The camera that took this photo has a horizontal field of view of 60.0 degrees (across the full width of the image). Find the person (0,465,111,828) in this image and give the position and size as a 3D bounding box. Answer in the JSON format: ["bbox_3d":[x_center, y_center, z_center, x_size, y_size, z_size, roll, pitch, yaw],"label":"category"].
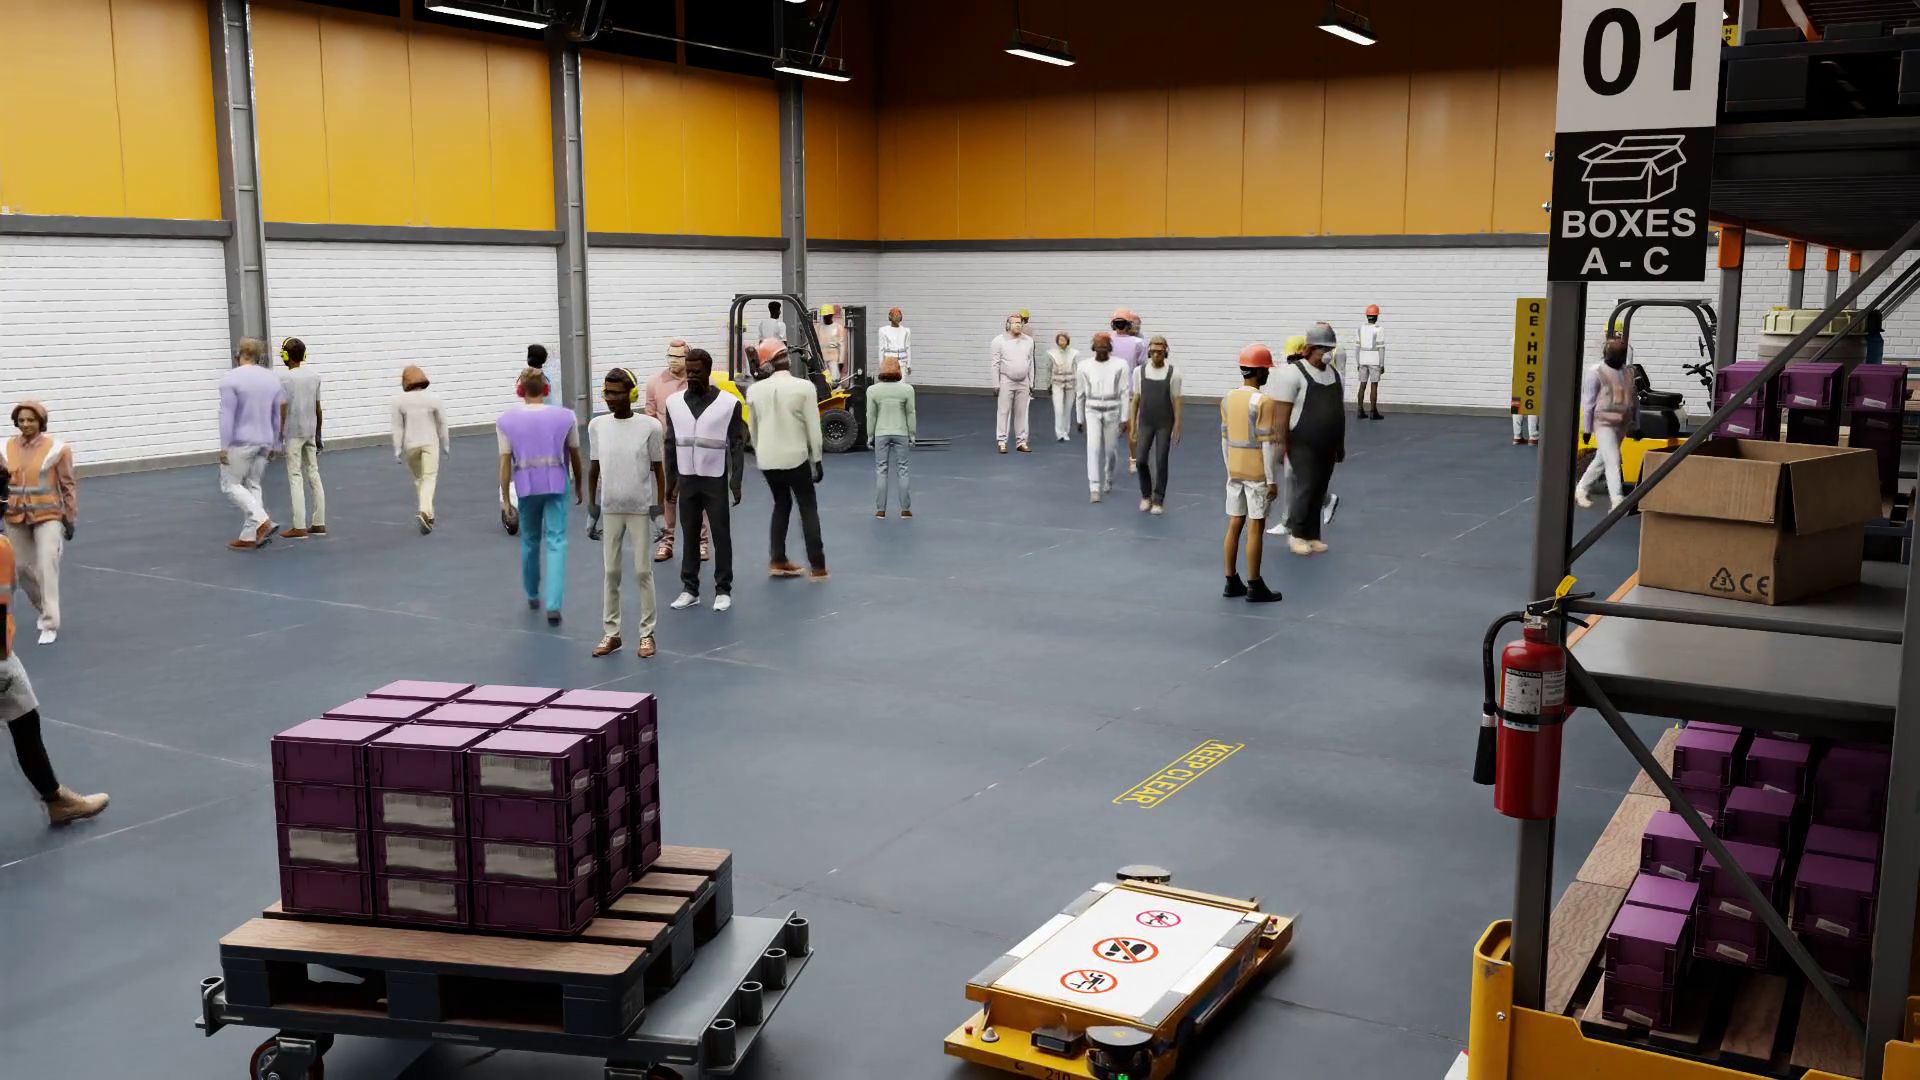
[{"bbox_3d":[-4.204,0.481,7.202,0.599,1.654,0.766,4,10,24],"label":"person"}]

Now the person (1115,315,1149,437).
[{"bbox_3d":[2.532,-2.412,24.683,0.647,1.847,1.000,-2,9,-15],"label":"person"}]

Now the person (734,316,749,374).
[{"bbox_3d":[-3.688,-2.863,27.755,0.406,1.751,0.545,1,9,6],"label":"person"}]

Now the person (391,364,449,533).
[{"bbox_3d":[-5.169,-0.883,15.895,0.507,1.596,0.812,-1,9,-6],"label":"person"}]

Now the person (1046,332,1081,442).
[{"bbox_3d":[1.533,-2.211,24.202,0.530,1.595,0.851,-1,9,-5],"label":"person"}]

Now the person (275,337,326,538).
[{"bbox_3d":[-6.156,-0.945,15.468,0.324,1.866,0.526,5,10,29],"label":"person"}]

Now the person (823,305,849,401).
[{"bbox_3d":[-2.328,-3.516,31.553,0.647,1.846,0.994,0,9,-2],"label":"person"}]

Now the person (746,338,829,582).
[{"bbox_3d":[-1.383,-0.644,13.325,0.654,1.947,0.409,3,10,18],"label":"person"}]

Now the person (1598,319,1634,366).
[{"bbox_3d":[9.074,-2.160,23.145,0.404,1.834,0.591,-3,10,-17],"label":"person"}]

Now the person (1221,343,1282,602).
[{"bbox_3d":[2.190,-0.503,12.478,0.354,1.939,0.544,-6,11,-31],"label":"person"}]

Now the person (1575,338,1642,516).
[{"bbox_3d":[6.690,-1.183,17.181,0.634,1.805,0.939,-5,10,-27],"label":"person"}]

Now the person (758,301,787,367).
[{"bbox_3d":[-3.356,-3.335,30.066,0.617,1.964,0.361,6,11,32],"label":"person"}]

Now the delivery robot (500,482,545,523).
[{"bbox_3d":[-4.154,-0.409,15.904,0.477,0.478,0.707,-5,11,-30],"label":"delivery robot"}]

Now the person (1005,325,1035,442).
[{"bbox_3d":[0.784,-2.330,24.231,0.630,1.839,0.428,1,9,6],"label":"person"}]

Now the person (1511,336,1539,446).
[{"bbox_3d":[8.154,-2.309,23.756,0.372,1.940,0.630,-6,11,-33],"label":"person"}]

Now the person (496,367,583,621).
[{"bbox_3d":[-2.990,-0.334,11.886,0.581,1.800,0.938,-2,9,-12],"label":"person"}]

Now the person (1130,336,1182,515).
[{"bbox_3d":[1.983,-1.153,16.864,0.535,1.827,0.428,2,9,15],"label":"person"}]

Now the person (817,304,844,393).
[{"bbox_3d":[-2.312,-3.217,29.493,0.596,1.917,0.388,7,12,38],"label":"person"}]

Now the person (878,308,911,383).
[{"bbox_3d":[-1.084,-2.922,27.748,0.574,1.885,0.355,-4,10,-23],"label":"person"}]

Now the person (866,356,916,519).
[{"bbox_3d":[-0.690,-1.024,16.679,0.499,1.633,0.283,0,9,-1],"label":"person"}]

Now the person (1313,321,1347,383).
[{"bbox_3d":[4.659,-1.901,21.507,0.633,1.842,0.429,9,13,44],"label":"person"}]

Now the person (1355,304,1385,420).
[{"bbox_3d":[6.927,-2.997,28.031,0.344,1.942,0.551,-8,12,-42],"label":"person"}]

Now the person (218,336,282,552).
[{"bbox_3d":[-6.231,-0.833,14.653,0.511,1.903,0.672,4,10,23],"label":"person"}]

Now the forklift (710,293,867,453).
[{"bbox_3d":[-2.458,-2.344,23.176,2.313,2.155,1.214,0,9,-2],"label":"forklift"}]

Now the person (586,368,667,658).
[{"bbox_3d":[-2.134,-0.171,10.639,0.528,1.865,0.313,1,9,6],"label":"person"}]

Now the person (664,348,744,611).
[{"bbox_3d":[-1.868,-0.430,12.164,0.597,1.893,0.371,2,9,12],"label":"person"}]

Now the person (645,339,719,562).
[{"bbox_3d":[-2.366,-0.758,14.183,0.644,1.904,0.399,0,9,-2],"label":"person"}]

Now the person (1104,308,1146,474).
[{"bbox_3d":[1.968,-1.816,20.374,0.609,2.036,0.403,-1,9,-5],"label":"person"}]

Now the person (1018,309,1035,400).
[{"bbox_3d":[1.216,-3.605,32.376,0.526,1.768,0.331,7,12,39],"label":"person"}]

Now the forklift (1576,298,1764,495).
[{"bbox_3d":[7.954,-1.589,18.462,2.313,2.155,1.214,5,11,30],"label":"forklift"}]

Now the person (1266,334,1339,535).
[{"bbox_3d":[3.266,-0.994,15.674,0.732,1.898,0.616,-3,10,-17],"label":"person"}]

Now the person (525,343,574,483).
[{"bbox_3d":[-4.634,-1.361,18.630,0.582,1.682,0.540,-1,9,-7],"label":"person"}]

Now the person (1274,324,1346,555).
[{"bbox_3d":[3.106,-0.878,14.500,0.706,2.000,0.563,-5,11,-31],"label":"person"}]

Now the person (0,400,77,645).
[{"bbox_3d":[-6.218,-0.139,11.195,0.533,1.617,0.650,-1,9,-6],"label":"person"}]

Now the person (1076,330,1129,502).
[{"bbox_3d":[1.555,-1.363,18.131,0.580,1.859,0.849,1,9,5],"label":"person"}]

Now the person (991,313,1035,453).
[{"bbox_3d":[0.742,-2.143,22.799,0.641,1.913,0.407,-4,10,-23],"label":"person"}]

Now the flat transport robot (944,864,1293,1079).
[{"bbox_3d":[0.579,1.434,5.578,0.652,0.197,1.431,5,10,29],"label":"flat transport robot"}]
